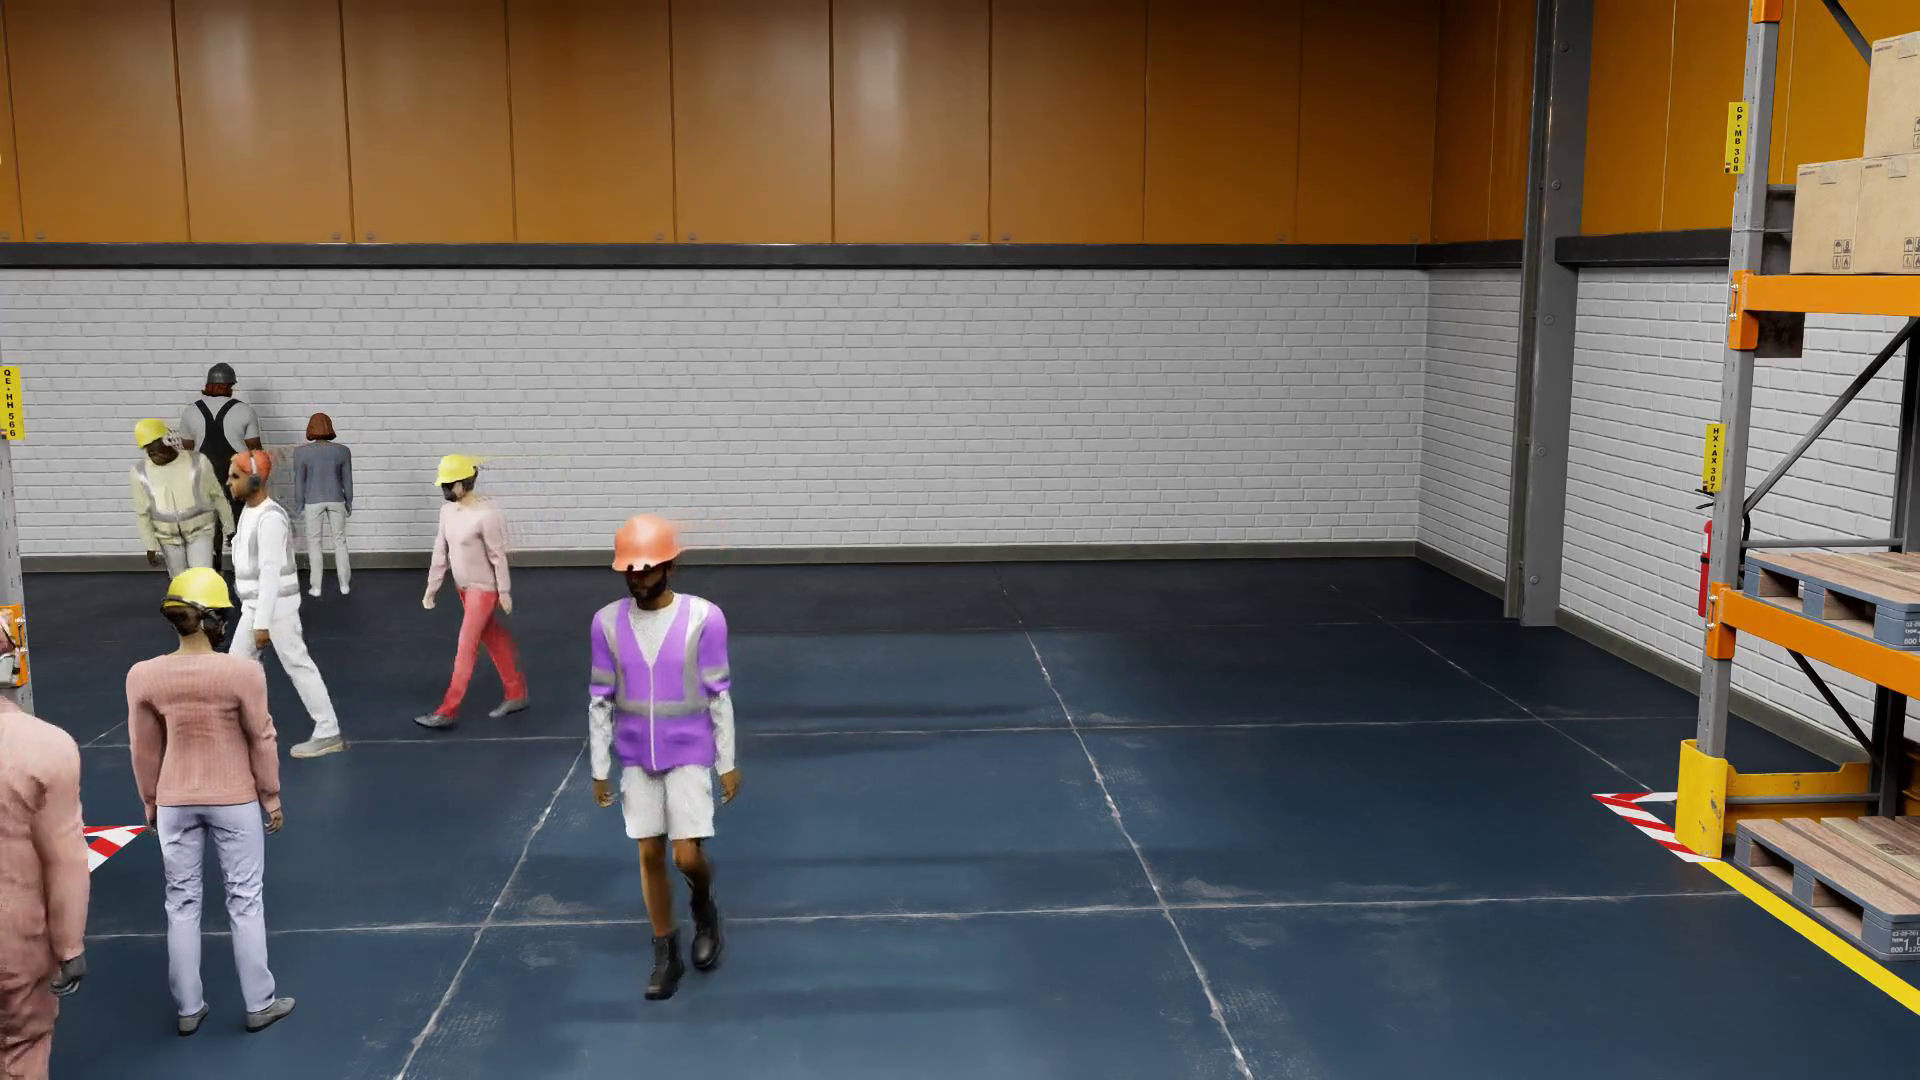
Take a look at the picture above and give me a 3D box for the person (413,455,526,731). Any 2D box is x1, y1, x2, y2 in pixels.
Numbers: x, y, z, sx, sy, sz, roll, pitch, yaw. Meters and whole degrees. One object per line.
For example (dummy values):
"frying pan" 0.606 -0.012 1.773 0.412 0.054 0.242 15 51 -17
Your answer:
"person" -3.108 0.329 10.396 0.518 1.717 0.919 9 12 43

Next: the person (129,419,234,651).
"person" -5.818 -0.022 12.447 0.671 1.777 0.578 -2 9 -14

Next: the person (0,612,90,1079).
"person" -2.848 1.153 4.745 0.686 1.877 0.689 -1 9 -5

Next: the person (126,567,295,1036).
"person" -2.795 0.976 6.212 0.522 1.761 0.327 0 9 -3

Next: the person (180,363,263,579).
"person" -6.760 -0.621 15.355 0.688 2.000 0.536 -1 9 -5

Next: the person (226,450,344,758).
"person" -4.059 0.407 9.542 0.996 1.829 0.605 -7 11 -37

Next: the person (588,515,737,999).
"person" -1.167 0.845 6.506 0.577 1.922 0.450 1 9 8

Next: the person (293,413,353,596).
"person" -5.624 -0.312 14.727 0.493 1.624 0.281 -6 11 -33
